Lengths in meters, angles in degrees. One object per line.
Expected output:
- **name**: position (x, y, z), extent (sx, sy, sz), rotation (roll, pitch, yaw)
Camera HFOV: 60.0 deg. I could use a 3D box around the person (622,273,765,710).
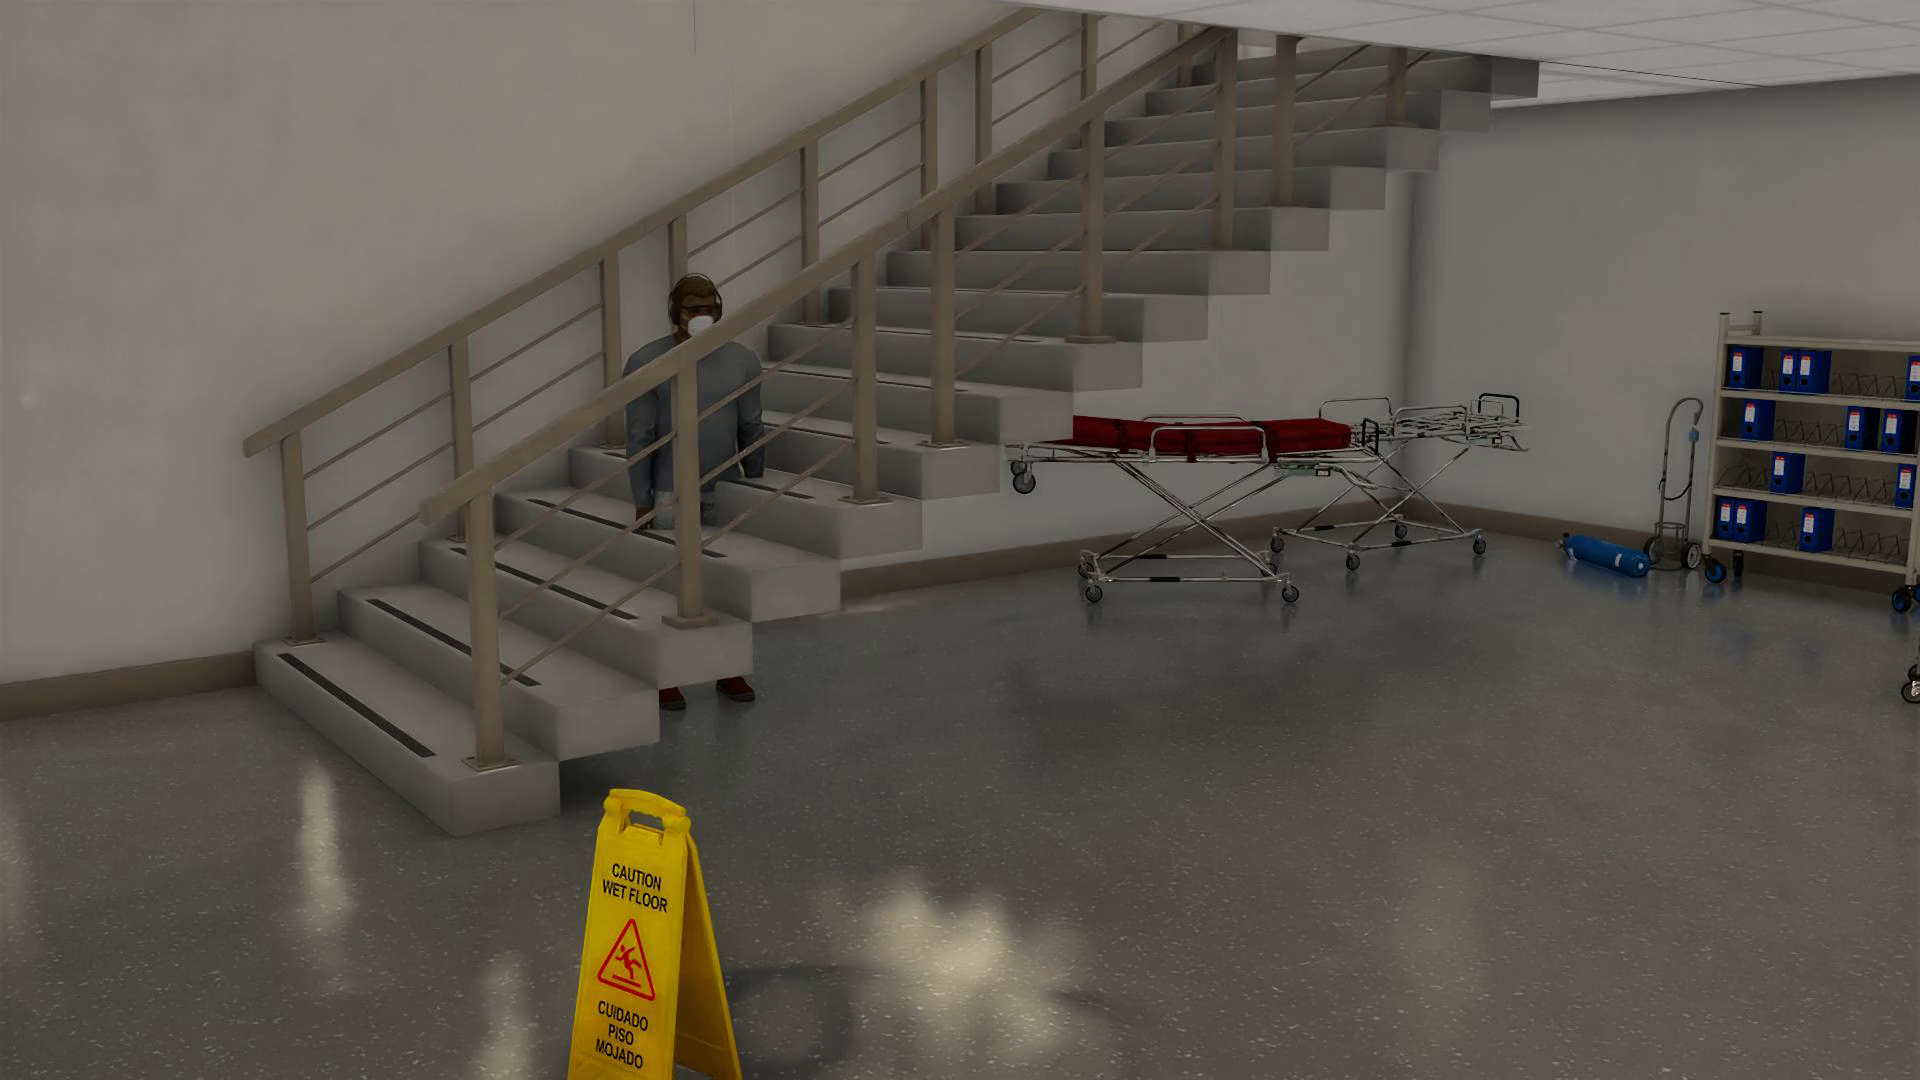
- **person**: position (-1.167, -0.210, 7.390), extent (0.625, 1.931, 0.379), rotation (-5, 11, -25)
